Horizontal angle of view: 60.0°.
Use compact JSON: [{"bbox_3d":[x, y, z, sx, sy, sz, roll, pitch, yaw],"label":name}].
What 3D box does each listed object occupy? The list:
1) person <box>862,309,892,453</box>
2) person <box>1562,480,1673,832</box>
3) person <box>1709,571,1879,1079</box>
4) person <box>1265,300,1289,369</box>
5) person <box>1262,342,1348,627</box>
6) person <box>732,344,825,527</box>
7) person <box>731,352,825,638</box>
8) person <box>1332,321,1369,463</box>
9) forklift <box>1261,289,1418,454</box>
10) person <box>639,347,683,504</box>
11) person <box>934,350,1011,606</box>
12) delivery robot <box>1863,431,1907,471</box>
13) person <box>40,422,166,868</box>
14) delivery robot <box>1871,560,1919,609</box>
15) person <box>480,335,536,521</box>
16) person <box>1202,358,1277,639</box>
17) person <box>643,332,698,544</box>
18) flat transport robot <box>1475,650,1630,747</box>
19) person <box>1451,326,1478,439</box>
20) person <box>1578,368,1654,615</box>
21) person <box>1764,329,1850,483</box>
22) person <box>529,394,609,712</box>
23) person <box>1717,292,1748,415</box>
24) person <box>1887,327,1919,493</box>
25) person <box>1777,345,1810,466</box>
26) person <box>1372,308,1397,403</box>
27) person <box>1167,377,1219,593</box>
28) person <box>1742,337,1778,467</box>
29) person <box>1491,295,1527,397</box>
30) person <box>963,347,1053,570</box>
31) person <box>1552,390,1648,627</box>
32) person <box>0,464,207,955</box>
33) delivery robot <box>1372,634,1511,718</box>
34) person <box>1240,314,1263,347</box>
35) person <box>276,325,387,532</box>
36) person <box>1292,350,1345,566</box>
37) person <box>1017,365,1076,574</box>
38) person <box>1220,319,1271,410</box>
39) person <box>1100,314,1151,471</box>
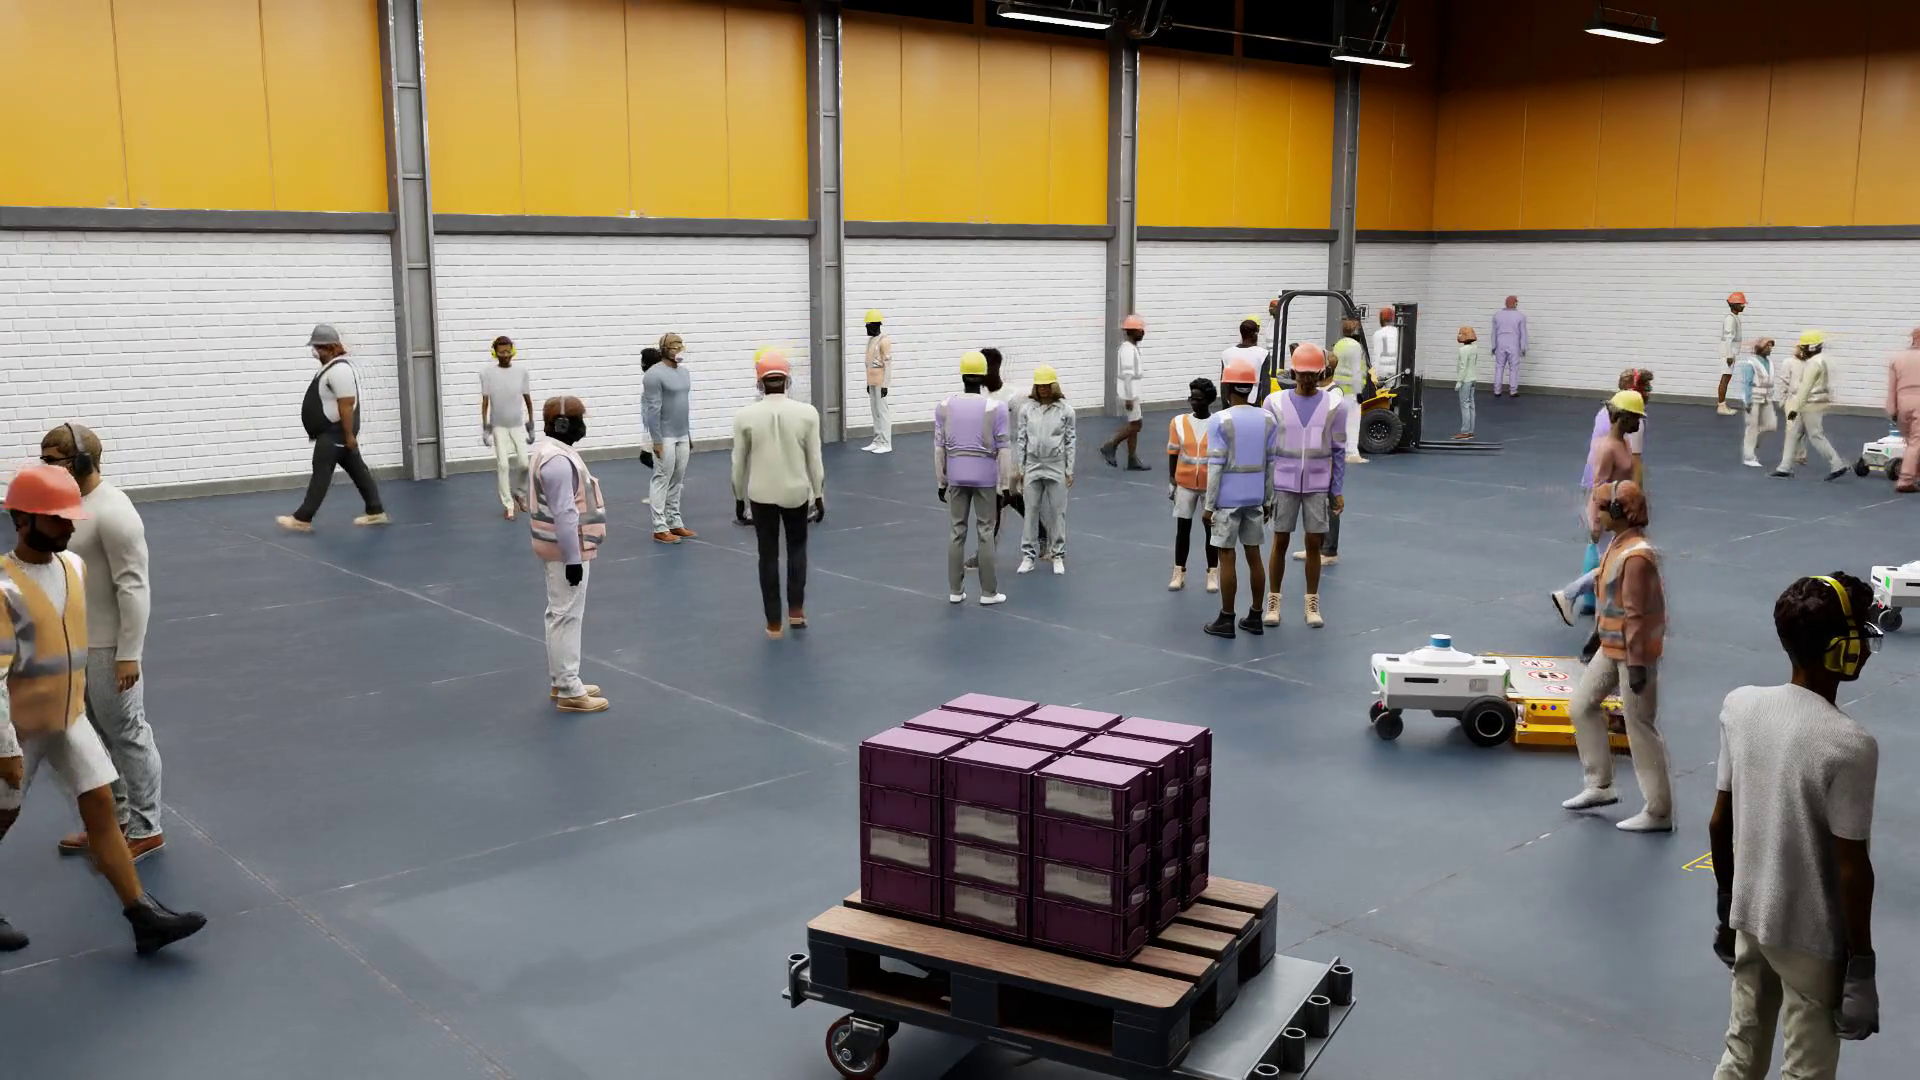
[{"bbox_3d":[-1.122,-2.124,22.308,0.385,1.925,0.592,-4,11,-25],"label":"person"},{"bbox_3d":[3.066,0.526,7.692,0.540,1.611,0.535,2,10,13],"label":"person"},{"bbox_3d":[2.101,1.005,4.183,0.328,1.862,0.518,-3,10,-16],"label":"person"},{"bbox_3d":[5.448,-3.205,28.762,0.342,1.882,0.587,-4,10,-21],"label":"person"},{"bbox_3d":[2.428,-0.386,11.804,0.605,2.039,0.398,2,10,9],"label":"person"},{"bbox_3d":[-1.757,-1.007,16.184,0.863,1.797,0.617,0,10,-2],"label":"person"},{"bbox_3d":[-1.277,-0.326,11.647,0.644,1.964,0.712,-1,10,-7],"label":"person"},{"bbox_3d":[4.982,-1.895,21.375,0.467,1.827,0.686,-2,10,-12],"label":"person"},{"bbox_3d":[5.034,-2.339,22.783,2.313,2.155,1.214,3,10,16],"label":"forklift"},{"bbox_3d":[-3.214,-1.191,17.574,0.378,1.687,0.534,-1,10,-4],"label":"person"},{"bbox_3d":[0.102,-0.463,12.570,0.594,1.929,0.354,3,10,19],"label":"person"},{"bbox_3d":[11.111,-1.058,19.803,0.707,0.478,0.477,-5,11,-27],"label":"delivery robot"},{"bbox_3d":[-3.728,0.450,7.208,0.635,1.936,0.353,7,12,37],"label":"person"},{"bbox_3d":[6.851,0.318,11.748,0.707,0.478,0.477,2,10,11],"label":"delivery robot"},{"bbox_3d":[-4.530,-1.127,16.695,0.528,1.851,0.485,-4,10,-20],"label":"person"},{"bbox_3d":[1.912,-0.289,11.533,0.551,1.934,0.372,-4,11,-24],"label":"person"},{"bbox_3d":[-2.667,-0.944,15.363,0.373,1.941,0.627,4,10,22],"label":"person"},{"bbox_3d":[3.385,0.888,9.517,0.652,0.197,1.431,1,10,7],"label":"flat transport robot"},{"bbox_3d":[7.290,-2.265,23.988,0.278,1.634,0.498,8,12,38],"label":"person"},{"bbox_3d":[4.721,-0.312,11.998,0.405,1.835,0.638,-1,10,-5],"label":"person"},{"bbox_3d":[9.975,-1.560,19.408,0.876,1.796,0.591,5,11,28],"label":"person"},{"bbox_3d":[-2.277,0.073,9.694,0.429,1.844,0.627,-3,10,-18],"label":"person"},{"bbox_3d":[12.855,-3.103,27.698,0.390,2.045,0.607,6,11,30],"label":"person"},{"bbox_3d":[10.830,-1.470,18.736,1.021,1.833,0.652,-7,12,-34],"label":"person"},{"bbox_3d":[10.541,-1.710,20.840,0.550,1.604,0.602,2,10,9],"label":"person"},{"bbox_3d":[6.467,-2.565,25.072,0.582,1.860,0.696,-4,11,-25],"label":"person"},{"bbox_3d":[1.888,-0.432,13.066,0.536,1.699,0.322,3,10,16],"label":"person"},{"bbox_3d":[10.009,-1.720,20.810,0.539,1.625,0.379,-5,11,-26],"label":"person"},{"bbox_3d":[10.296,-3.629,31.183,0.651,1.905,0.403,7,12,34],"label":"person"},{"bbox_3d":[0.442,-0.710,14.184,1.040,1.893,0.620,-6,12,-33],"label":"person"},{"bbox_3d":[4.378,-0.160,11.350,0.527,1.740,0.554,7,12,35],"label":"person"},{"bbox_3d":[-3.389,0.656,6.197,1.042,1.866,0.583,3,10,15],"label":"person"},{"bbox_3d":[2.636,0.763,9.145,0.707,0.478,0.477,1,10,7],"label":"delivery robot"},{"bbox_3d":[4.386,-2.519,25.099,0.330,1.764,0.533,-2,10,-13],"label":"person"},{"bbox_3d":[-6.086,-1.116,16.075,1.030,2.000,0.691,-4,10,-21],"label":"person"},{"bbox_3d":[3.088,-0.700,14.210,0.336,1.845,0.514,-2,10,-10],"label":"person"},{"bbox_3d":[0.712,-0.579,13.799,0.488,1.743,0.319,2,10,11],"label":"person"},{"bbox_3d":[3.253,-1.548,18.973,0.590,1.916,0.399,6,11,30],"label":"person"},{"bbox_3d":[2.065,-1.794,20.371,0.523,1.927,0.560,2,10,13],"label":"person"}]
